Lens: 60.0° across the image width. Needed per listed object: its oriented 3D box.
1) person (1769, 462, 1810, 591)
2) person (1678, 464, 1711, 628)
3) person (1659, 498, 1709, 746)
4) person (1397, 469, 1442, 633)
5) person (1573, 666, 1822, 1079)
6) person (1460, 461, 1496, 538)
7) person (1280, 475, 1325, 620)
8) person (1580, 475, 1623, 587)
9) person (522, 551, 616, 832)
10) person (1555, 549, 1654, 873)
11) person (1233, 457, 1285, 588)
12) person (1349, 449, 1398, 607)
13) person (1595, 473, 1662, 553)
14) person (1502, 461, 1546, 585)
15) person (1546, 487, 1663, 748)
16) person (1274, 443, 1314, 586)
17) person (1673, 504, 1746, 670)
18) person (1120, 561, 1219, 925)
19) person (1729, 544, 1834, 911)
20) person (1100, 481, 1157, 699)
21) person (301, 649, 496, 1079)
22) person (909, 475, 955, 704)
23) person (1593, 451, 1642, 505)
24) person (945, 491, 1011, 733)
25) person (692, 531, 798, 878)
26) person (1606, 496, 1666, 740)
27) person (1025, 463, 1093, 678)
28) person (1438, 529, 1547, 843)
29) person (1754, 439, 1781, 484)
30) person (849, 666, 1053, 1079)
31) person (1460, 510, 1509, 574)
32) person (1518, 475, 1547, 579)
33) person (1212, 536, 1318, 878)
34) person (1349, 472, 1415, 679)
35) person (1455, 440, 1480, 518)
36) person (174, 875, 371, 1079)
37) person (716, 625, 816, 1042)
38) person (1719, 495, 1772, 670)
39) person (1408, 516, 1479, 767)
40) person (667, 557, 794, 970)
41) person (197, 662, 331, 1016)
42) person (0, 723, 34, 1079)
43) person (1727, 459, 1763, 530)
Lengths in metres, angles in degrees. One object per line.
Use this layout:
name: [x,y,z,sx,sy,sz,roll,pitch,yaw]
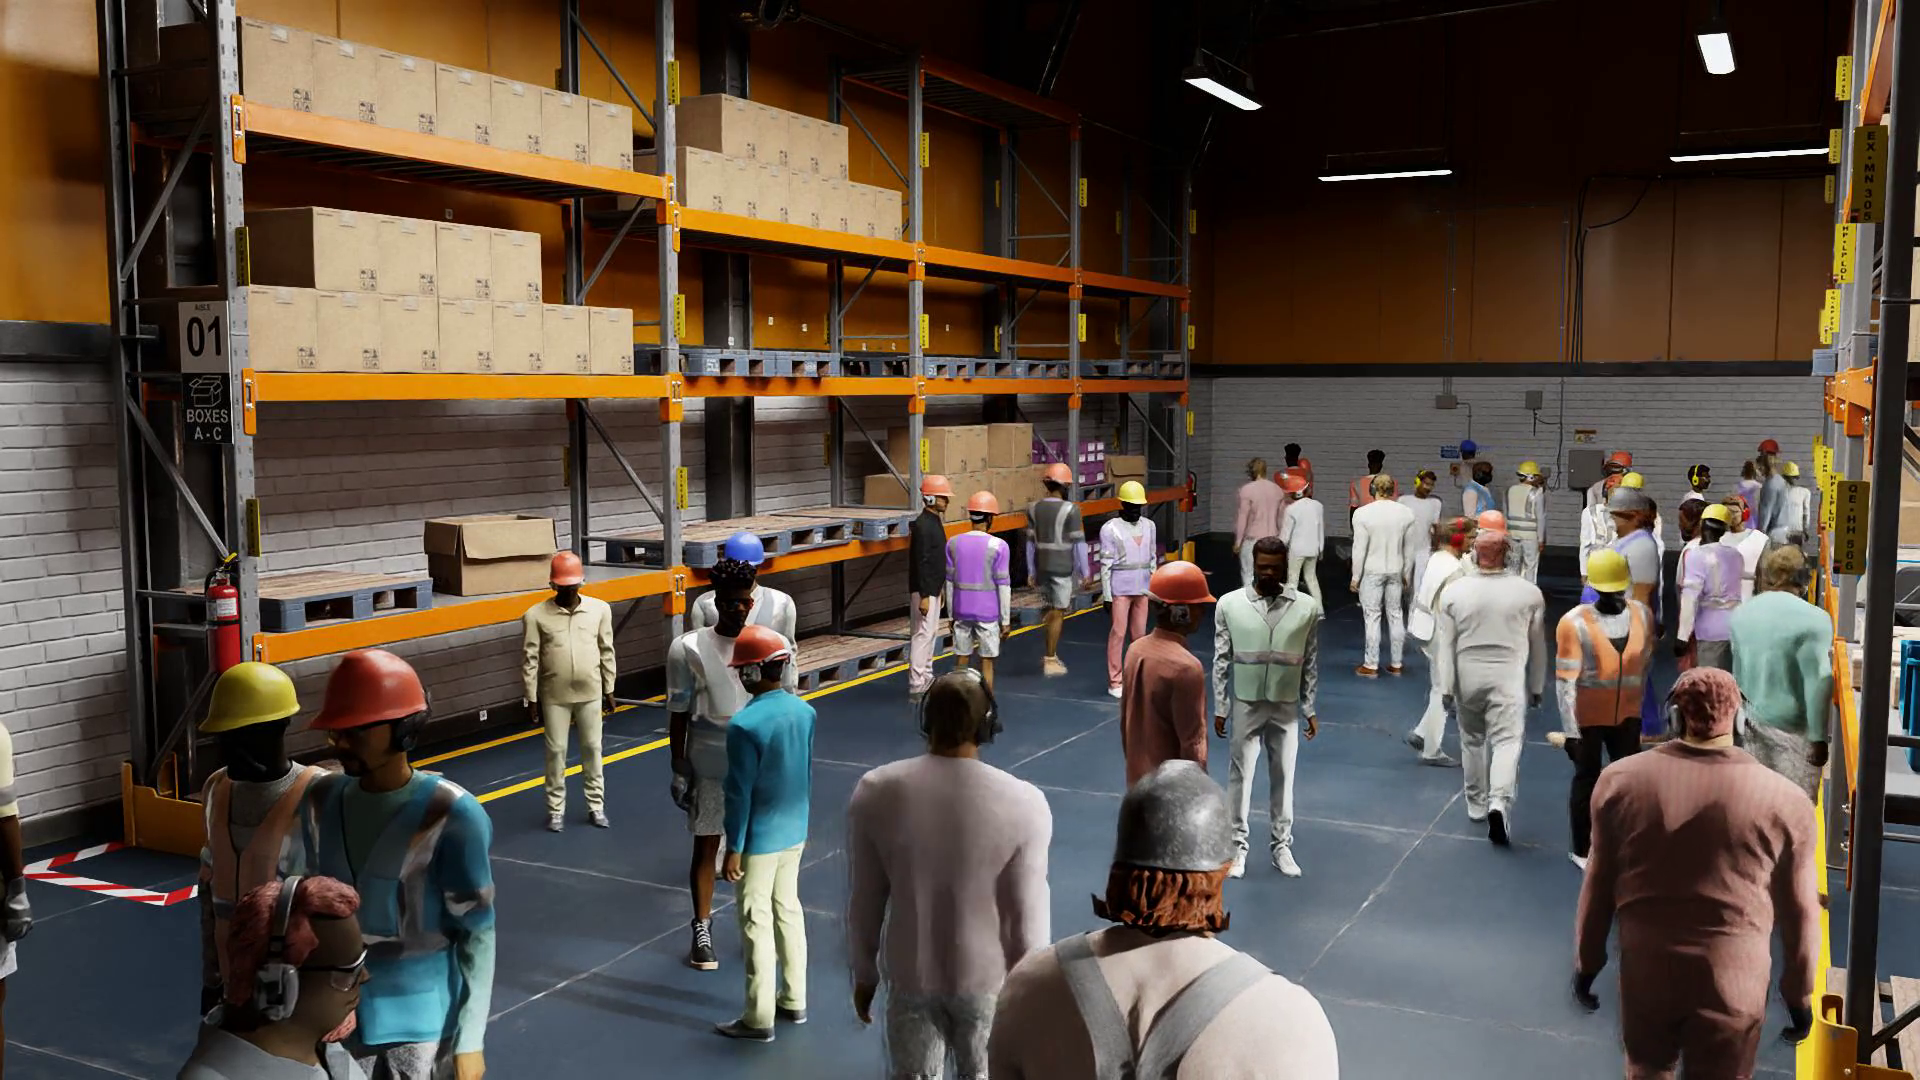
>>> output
person: [10.666,-0.119,21.425,0.533,1.767,0.326,1,5,11]
person: [8.244,0.088,18.636,0.329,1.873,0.515,3,6,31]
person: [5.550,0.640,12.512,0.405,1.908,0.601,4,7,38]
person: [5.122,0.106,18.684,0.530,1.826,0.780,2,6,19]
person: [2.282,1.334,5.160,0.693,1.876,0.510,3,6,30]
person: [6.355,-0.051,20.373,0.432,1.836,0.618,3,6,33]
person: [3.971,0.105,19.260,0.619,1.716,0.356,-3,6,-31]
person: [6.365,0.301,16.310,0.575,1.880,0.359,0,5,0]
person: [-2.401,0.931,10.274,0.575,1.740,0.354,-2,6,-24]
person: [3.535,0.968,9.144,0.619,1.865,0.699,-1,5,-8]
person: [3.454,0.014,19.144,0.666,1.931,0.436,-4,6,-34]
person: [5.142,-0.148,20.665,0.613,1.965,0.361,2,6,19]
person: [6.467,0.303,16.127,0.589,1.912,0.397,2,6,22]
person: [6.930,-0.055,20.391,0.404,1.829,0.591,-4,6,-34]
person: [4.939,0.568,12.562,0.873,2.000,0.698,1,5,14]
person: [4.555,-0.349,22.825,0.603,1.966,0.368,-2,6,-21]
person: [5.494,0.683,12.130,0.633,1.893,0.427,-4,7,-40]
person: [0.926,1.082,7.277,0.396,1.992,0.622,-2,6,-21]
person: [4.328,0.983,8.800,0.400,1.923,0.680,-2,6,-17]
person: [1.502,0.437,14.648,0.582,1.919,0.385,-3,6,-31]
person: [-1.571,1.309,4.573,0.609,2.044,0.394,2,6,21]
person: [-0.241,0.428,14.415,0.417,1.987,0.607,1,5,10]
person: [7.694,-0.045,19.491,0.414,1.986,0.637,-5,7,-43]
person: [0.153,0.579,13.088,0.550,1.925,0.392,3,6,25]
person: [-1.205,0.916,9.330,0.607,1.943,0.403,-1,5,-13]
person: [5.202,0.609,12.849,0.600,1.909,0.398,-3,6,-31]
person: [0.948,0.284,15.760,0.641,2.022,0.627,-5,7,-44]
person: [3.248,0.874,10.182,0.635,1.880,0.895,2,6,20]
person: [11.512,-0.450,23.825,0.615,1.985,0.412,-2,6,-24]
person: [-0.043,1.335,4.992,0.636,1.916,0.768,1,5,13]
person: [4.264,0.625,13.495,0.330,1.748,0.560,5,7,42]
person: [7.284,-0.027,21.188,0.518,1.625,0.288,-4,6,-35]
person: [1.711,0.928,9.343,0.596,1.917,0.386,0,5,-2]
person: [3.960,0.334,15.630,0.635,1.937,0.355,-1,5,-15]
person: [7.752,-0.556,25.264,0.628,1.933,0.442,-4,7,-40]
person: [-1.175,1.533,2.956,0.400,1.900,0.642,0,5,-5]
person: [-0.836,1.228,7.069,0.348,1.740,0.574,3,6,26]
person: [6.442,0.543,13.870,0.382,1.845,0.571,-5,7,-43]
person: [3.467,0.737,11.924,0.447,1.821,0.613,1,5,6]
person: [-1.075,1.049,7.860,0.610,1.959,0.368,-2,6,-17]
person: [-2.098,1.320,5.077,0.594,1.924,0.383,2,6,22]
person: [-3.580,1.222,5.922,0.602,1.967,0.368,1,5,11]
person: [10.024,-0.120,21.222,0.525,1.820,0.713,3,6,25]
